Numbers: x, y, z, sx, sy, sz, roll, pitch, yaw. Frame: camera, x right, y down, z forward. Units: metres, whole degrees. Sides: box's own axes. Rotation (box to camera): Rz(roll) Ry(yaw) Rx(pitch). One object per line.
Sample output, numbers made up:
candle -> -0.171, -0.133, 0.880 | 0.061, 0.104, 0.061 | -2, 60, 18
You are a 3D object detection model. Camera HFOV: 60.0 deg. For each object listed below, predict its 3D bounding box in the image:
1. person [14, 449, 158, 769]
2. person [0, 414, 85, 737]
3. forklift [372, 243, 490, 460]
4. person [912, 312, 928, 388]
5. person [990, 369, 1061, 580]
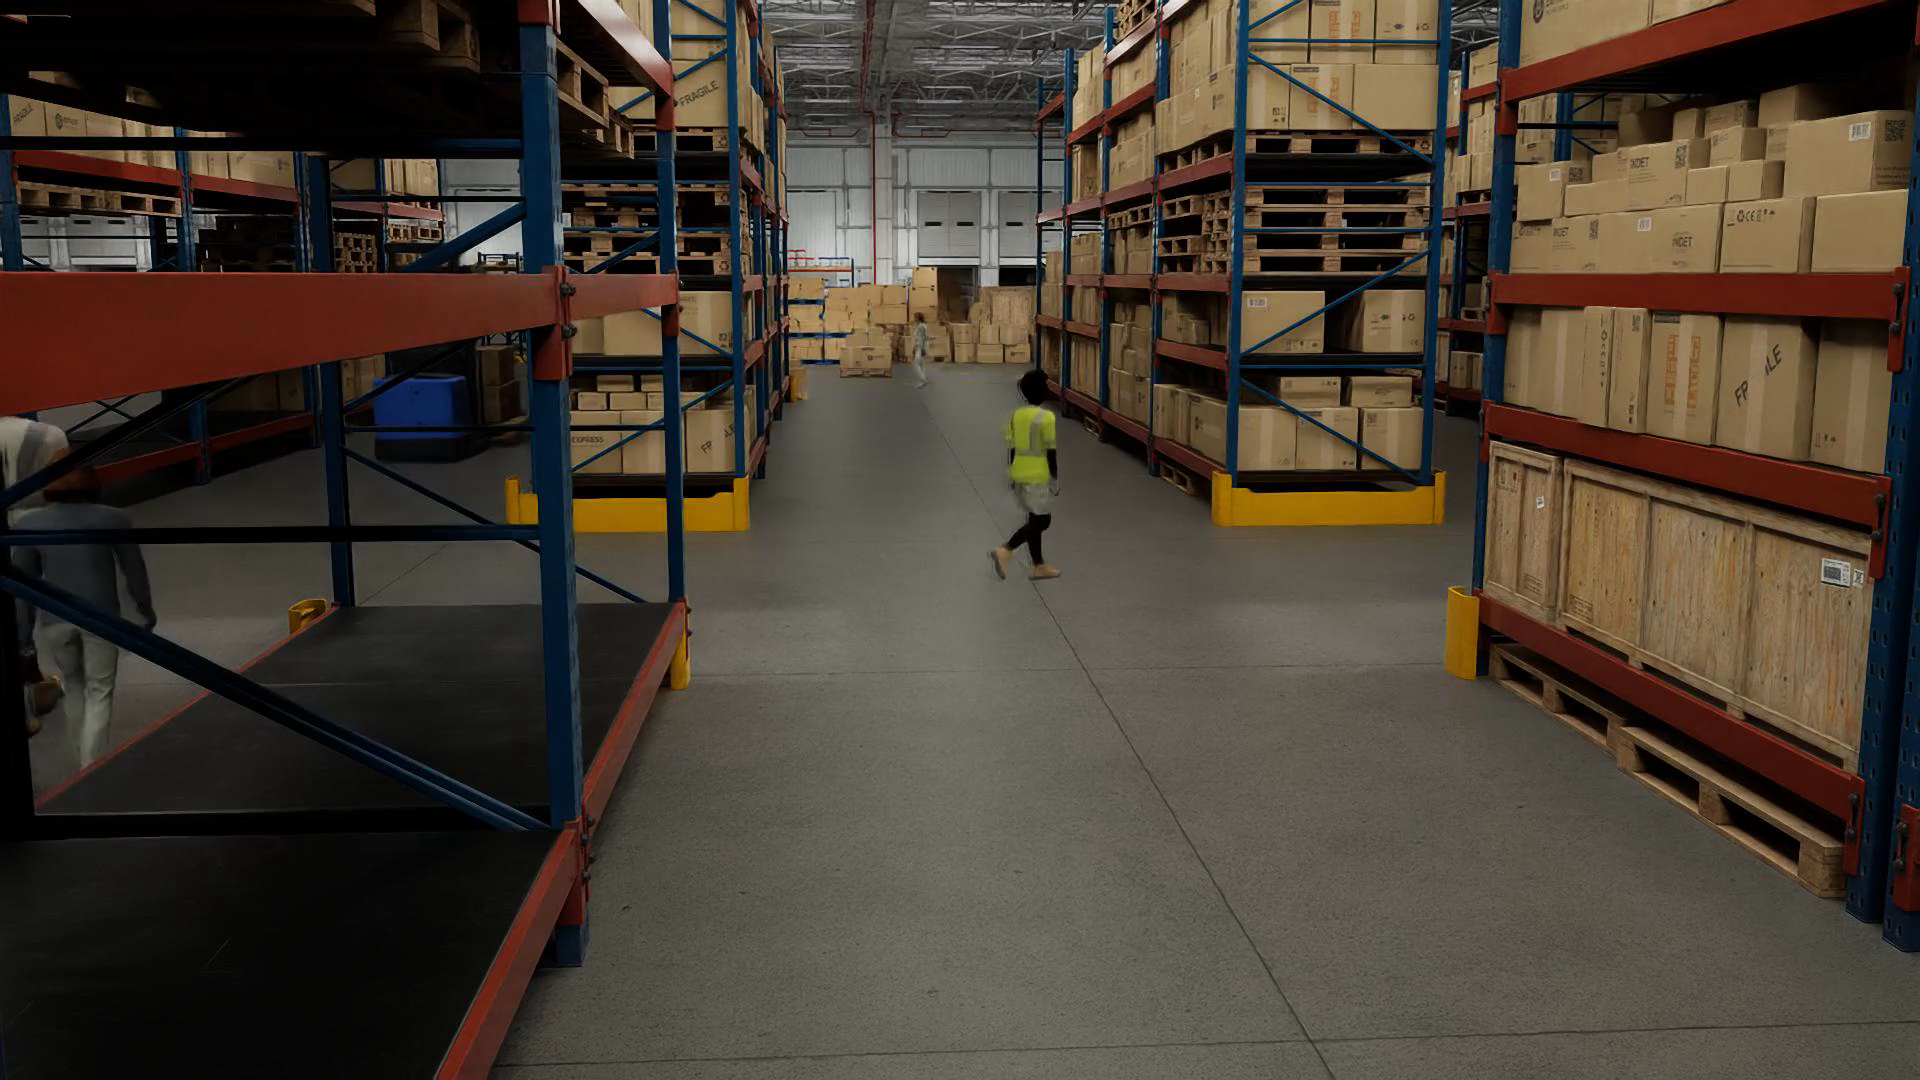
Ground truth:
person -> -4.080, 0.374, 7.798 | 0.519, 1.599, 0.802 | -1, 9, -9
person -> -4.899, 0.011, 8.795 | 0.634, 2.001, 0.976 | 0, 9, 2
forklift -> -7.018, -2.515, 21.924 | 1.129, 2.768, 1.873 | -1, 9, -4
person -> -0.875, -4.011, 35.254 | 0.397, 1.626, 0.533 | -2, 9, -12
person -> 0.519, -0.490, 12.942 | 0.646, 1.680, 0.540 | -5, 10, -30
